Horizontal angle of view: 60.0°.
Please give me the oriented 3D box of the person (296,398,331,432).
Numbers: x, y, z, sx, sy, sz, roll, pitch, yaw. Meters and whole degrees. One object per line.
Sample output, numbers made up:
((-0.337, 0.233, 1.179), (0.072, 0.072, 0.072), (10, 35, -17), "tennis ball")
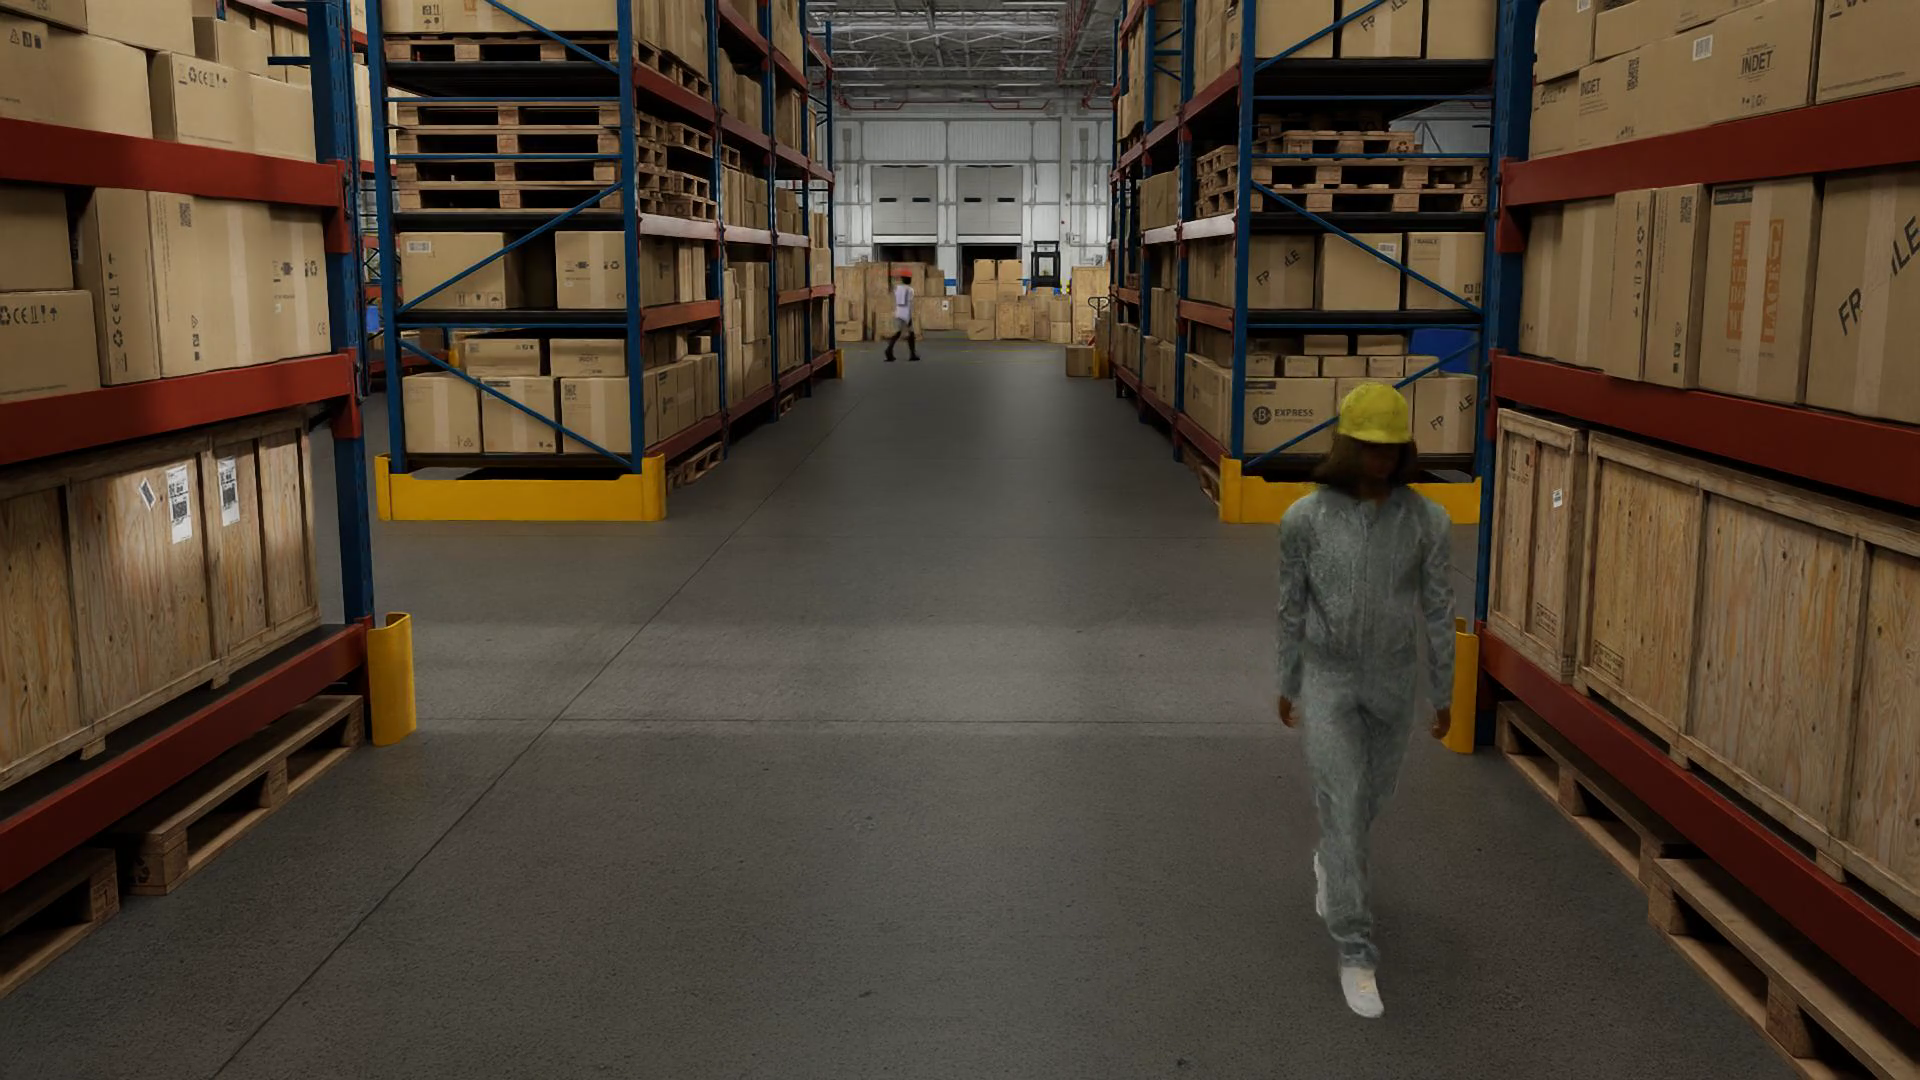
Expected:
((-7.794, -2.252, 20.011), (0.572, 1.884, 0.973), (1, 10, 4), "person")

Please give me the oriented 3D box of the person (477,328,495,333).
((-9.492, -4.382, 33.474), (0.867, 1.651, 0.535), (5, 11, 29), "person")

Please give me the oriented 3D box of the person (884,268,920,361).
((-1.184, -4.588, 33.951), (0.549, 1.913, 0.858), (8, 12, 39), "person")

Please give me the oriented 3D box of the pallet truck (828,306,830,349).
((-3.100, -3.940, 29.800), (1.885, 1.965, 0.823), (3, 10, 19), "pallet truck")

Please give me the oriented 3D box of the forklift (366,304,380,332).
((-13.181, -5.299, 35.302), (1.129, 2.768, 1.873), (0, 9, 1), "forklift")

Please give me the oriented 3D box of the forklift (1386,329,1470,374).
((6.232, -3.358, 23.676), (1.873, 2.768, 1.129), (0, 9, 1), "forklift")

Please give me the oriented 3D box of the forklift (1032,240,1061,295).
((3.172, -9.648, 61.356), (1.129, 2.768, 1.873), (0, 9, 1), "forklift")

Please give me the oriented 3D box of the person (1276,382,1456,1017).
((1.140, 0.386, 4.788), (0.491, 1.708, 0.861), (0, 9, -1), "person")
